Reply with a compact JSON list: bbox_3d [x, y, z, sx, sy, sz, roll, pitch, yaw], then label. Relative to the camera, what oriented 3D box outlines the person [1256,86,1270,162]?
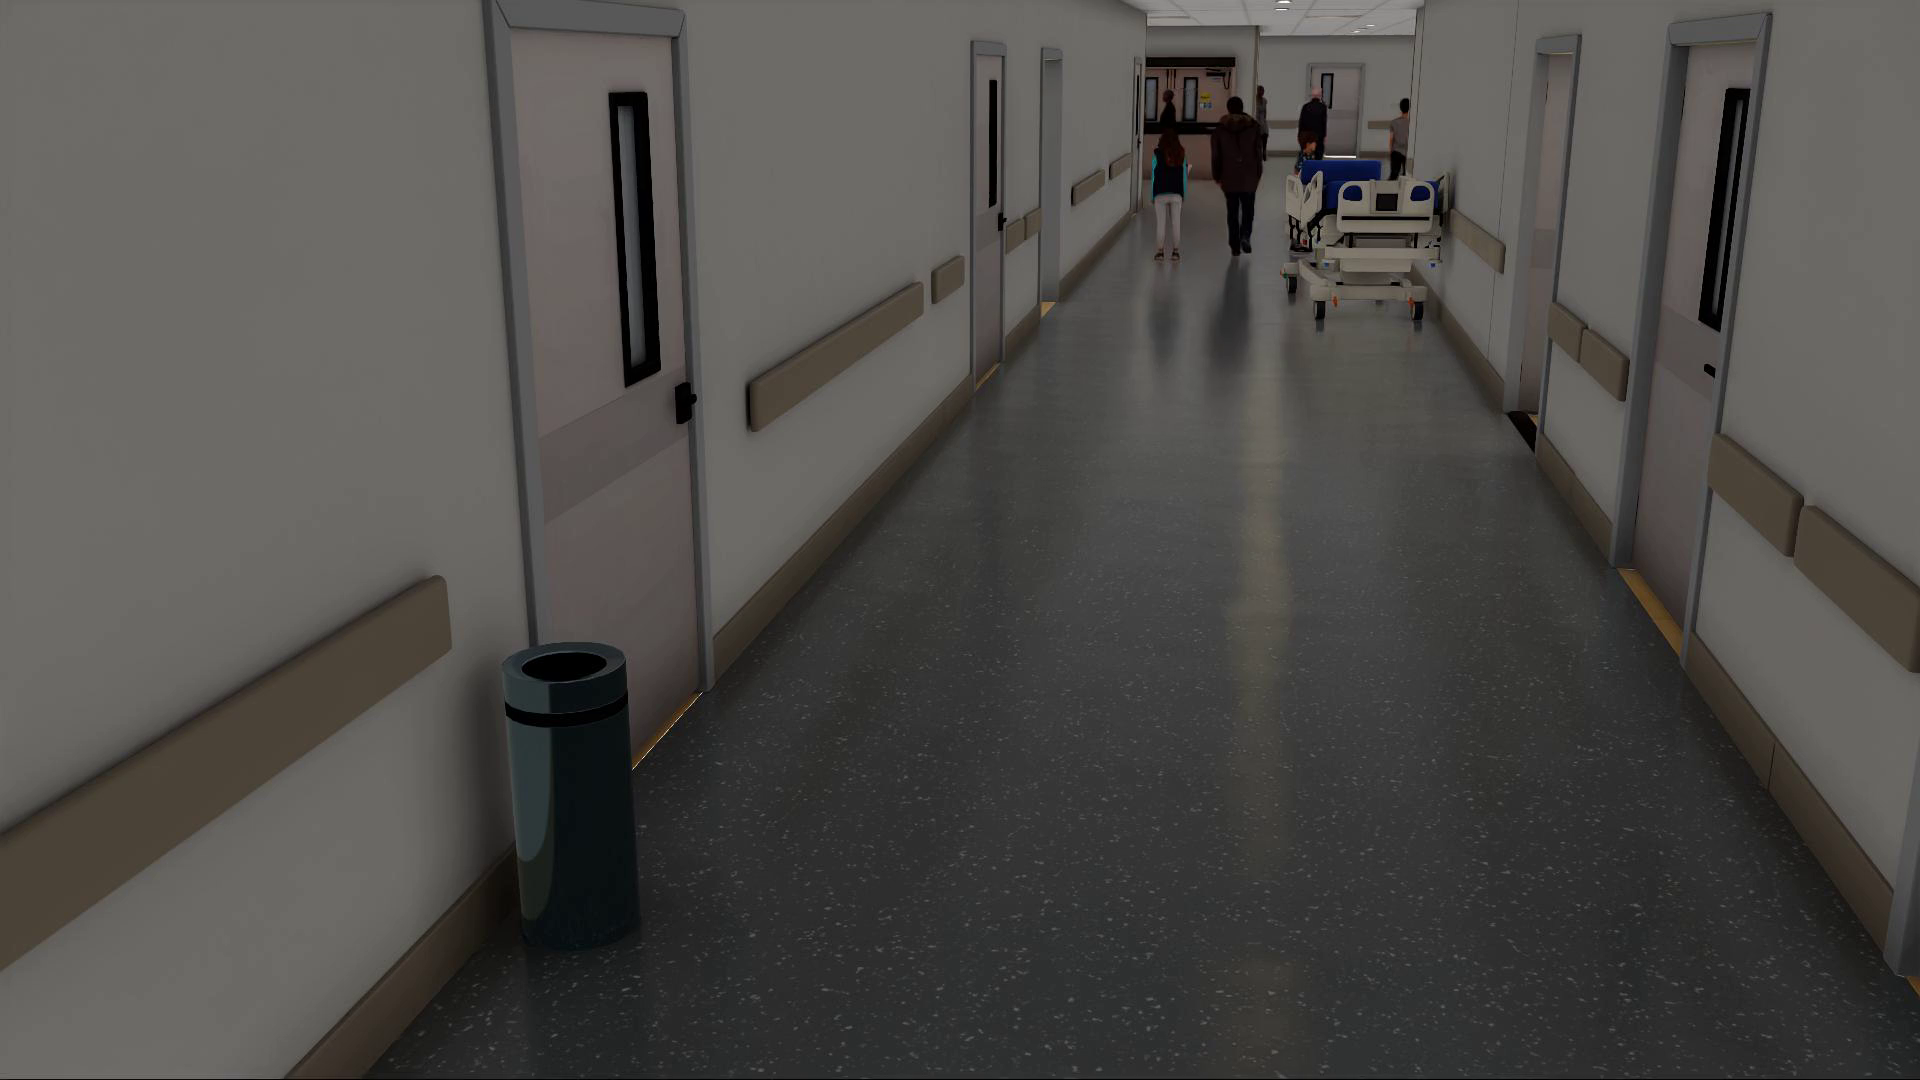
[{"bbox_3d":[7.093,-9.965,39.871,0.768,1.776,0.823,-6,17,-20],"label":"person"}]

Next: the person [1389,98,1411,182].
[{"bbox_3d":[6.903,-6.028,26.096,1.164,1.674,0.970,10,18,31],"label":"person"}]

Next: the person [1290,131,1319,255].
[{"bbox_3d":[4.104,-4.163,19.912,0.518,1.438,0.547,0,16,-1],"label":"person"}]

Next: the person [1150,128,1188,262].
[{"bbox_3d":[2.411,-4.002,19.225,0.566,1.501,0.673,0,16,0],"label":"person"}]

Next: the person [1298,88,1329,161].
[{"bbox_3d":[6.408,-7.259,30.272,1.203,1.777,0.883,5,17,18],"label":"person"}]

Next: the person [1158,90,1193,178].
[{"bbox_3d":[4.173,-7.909,32.639,1.048,1.743,0.758,0,16,1],"label":"person"}]

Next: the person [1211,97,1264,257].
[{"bbox_3d":[3.231,-4.211,19.376,0.638,1.822,0.830,4,16,13],"label":"person"}]
